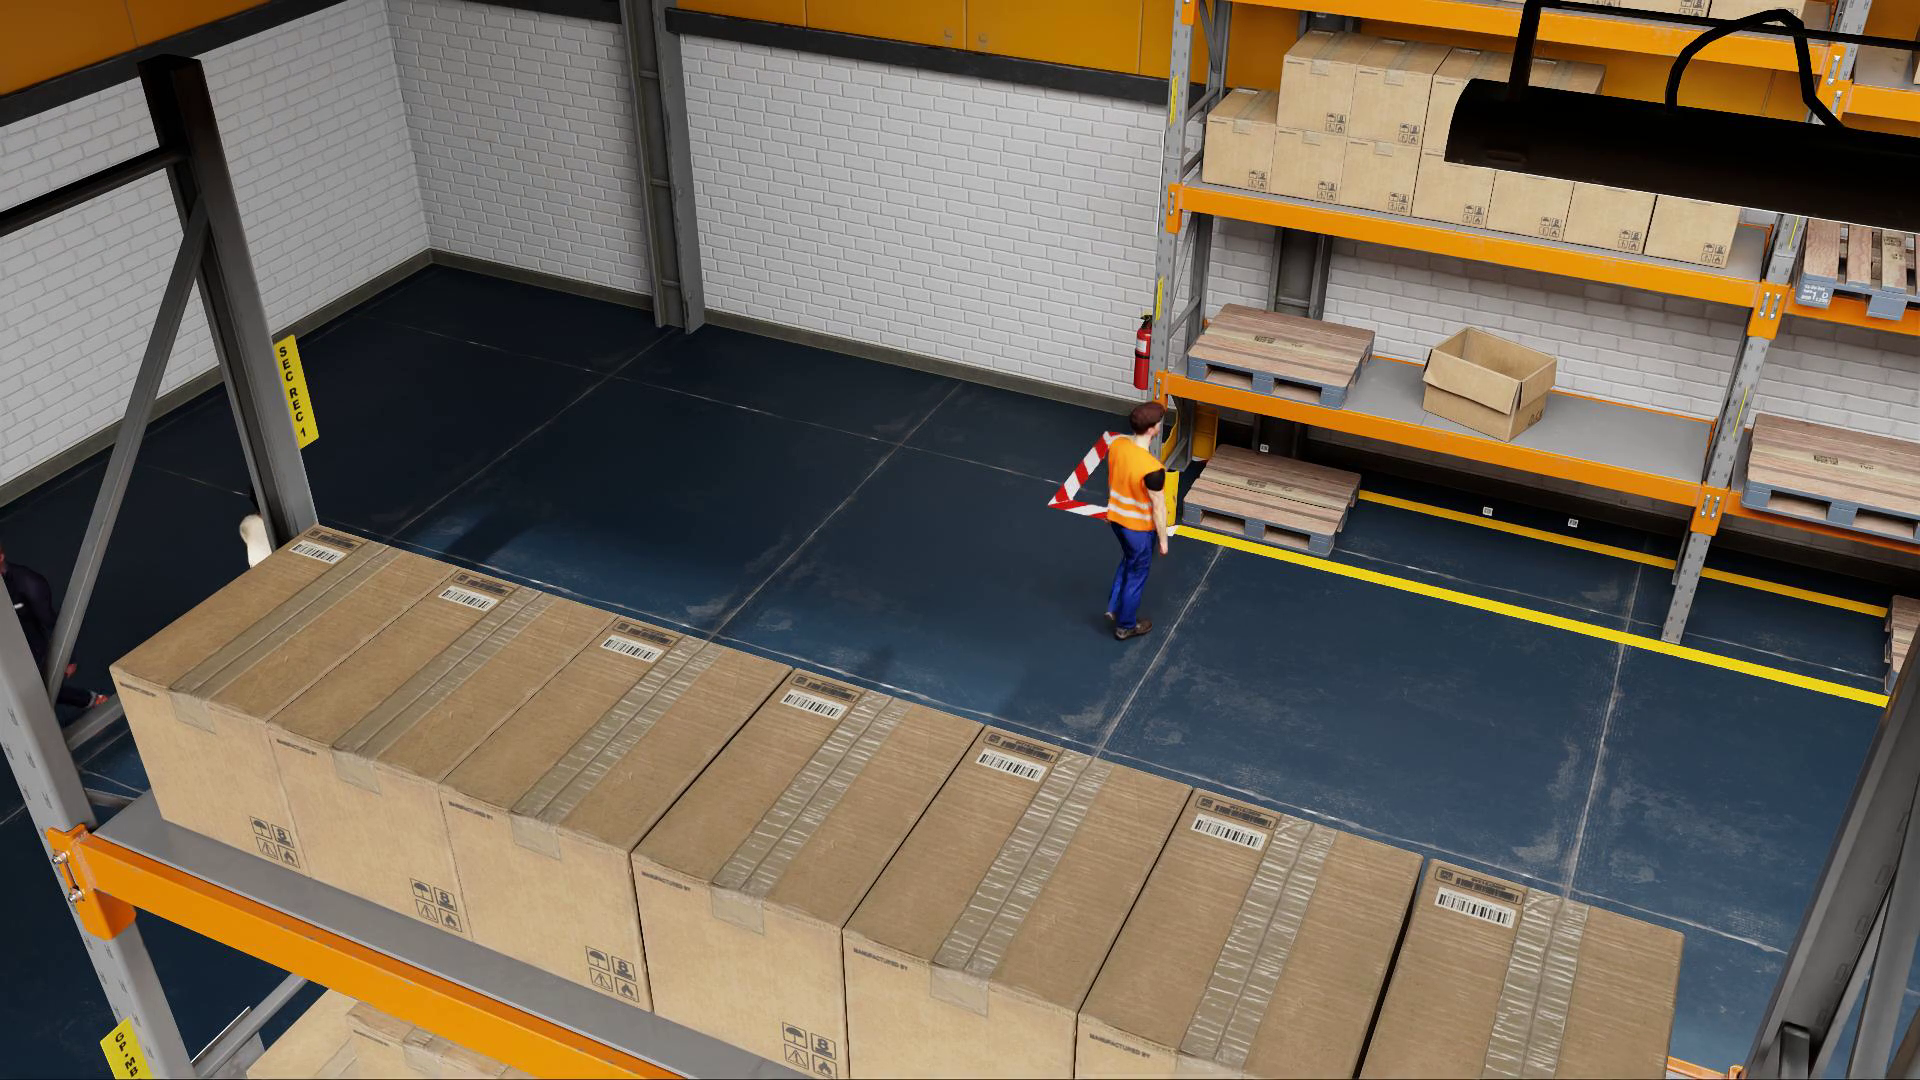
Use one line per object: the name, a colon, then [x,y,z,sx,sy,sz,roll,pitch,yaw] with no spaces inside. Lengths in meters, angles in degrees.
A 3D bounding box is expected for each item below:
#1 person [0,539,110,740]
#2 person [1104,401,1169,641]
person: [-5.773,0.697,10.438,1.166,1.785,0.950,8,34,12]
person: [1.149,-0.093,11.545,0.908,1.876,0.809,-20,39,-28]
